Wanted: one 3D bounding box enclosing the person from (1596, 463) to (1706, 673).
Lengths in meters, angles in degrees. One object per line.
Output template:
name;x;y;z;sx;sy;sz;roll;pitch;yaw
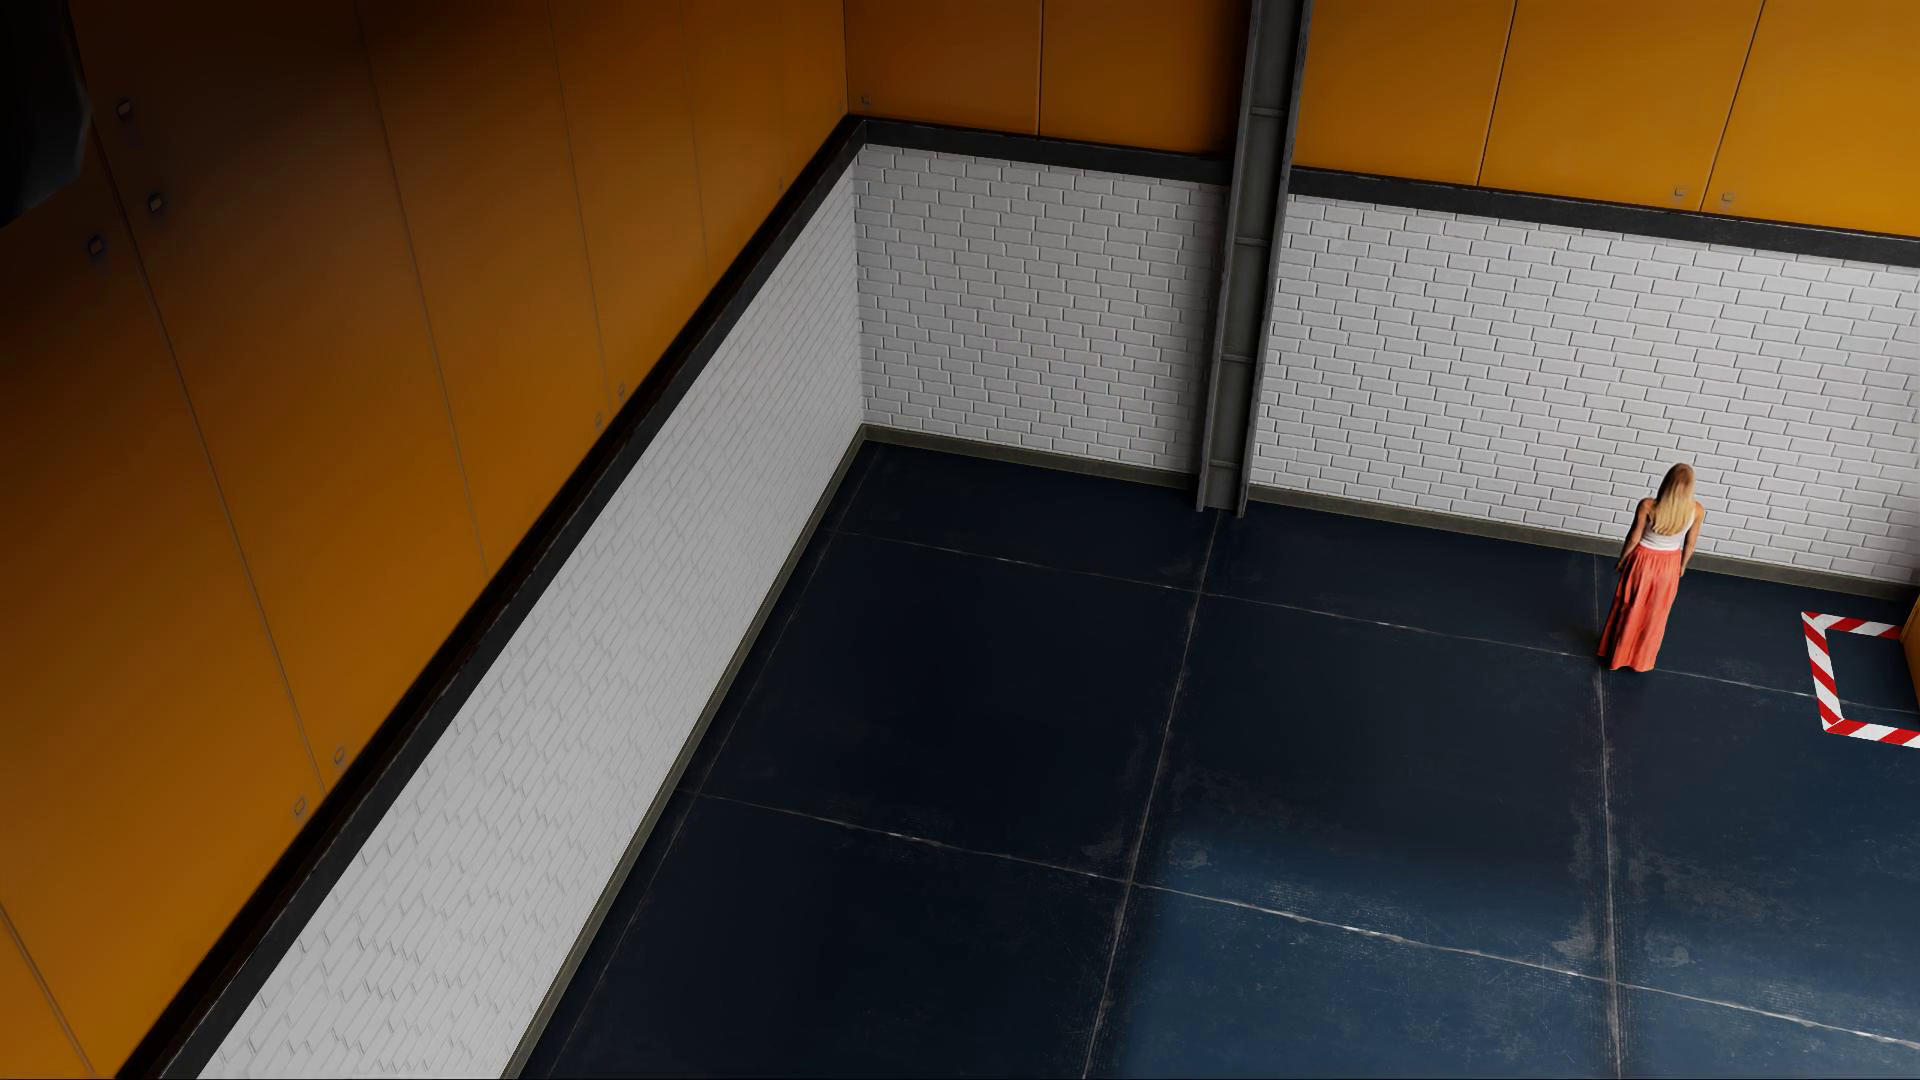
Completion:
person;4.921;0.209;11.829;0.511;1.802;0.681;8;39;10
